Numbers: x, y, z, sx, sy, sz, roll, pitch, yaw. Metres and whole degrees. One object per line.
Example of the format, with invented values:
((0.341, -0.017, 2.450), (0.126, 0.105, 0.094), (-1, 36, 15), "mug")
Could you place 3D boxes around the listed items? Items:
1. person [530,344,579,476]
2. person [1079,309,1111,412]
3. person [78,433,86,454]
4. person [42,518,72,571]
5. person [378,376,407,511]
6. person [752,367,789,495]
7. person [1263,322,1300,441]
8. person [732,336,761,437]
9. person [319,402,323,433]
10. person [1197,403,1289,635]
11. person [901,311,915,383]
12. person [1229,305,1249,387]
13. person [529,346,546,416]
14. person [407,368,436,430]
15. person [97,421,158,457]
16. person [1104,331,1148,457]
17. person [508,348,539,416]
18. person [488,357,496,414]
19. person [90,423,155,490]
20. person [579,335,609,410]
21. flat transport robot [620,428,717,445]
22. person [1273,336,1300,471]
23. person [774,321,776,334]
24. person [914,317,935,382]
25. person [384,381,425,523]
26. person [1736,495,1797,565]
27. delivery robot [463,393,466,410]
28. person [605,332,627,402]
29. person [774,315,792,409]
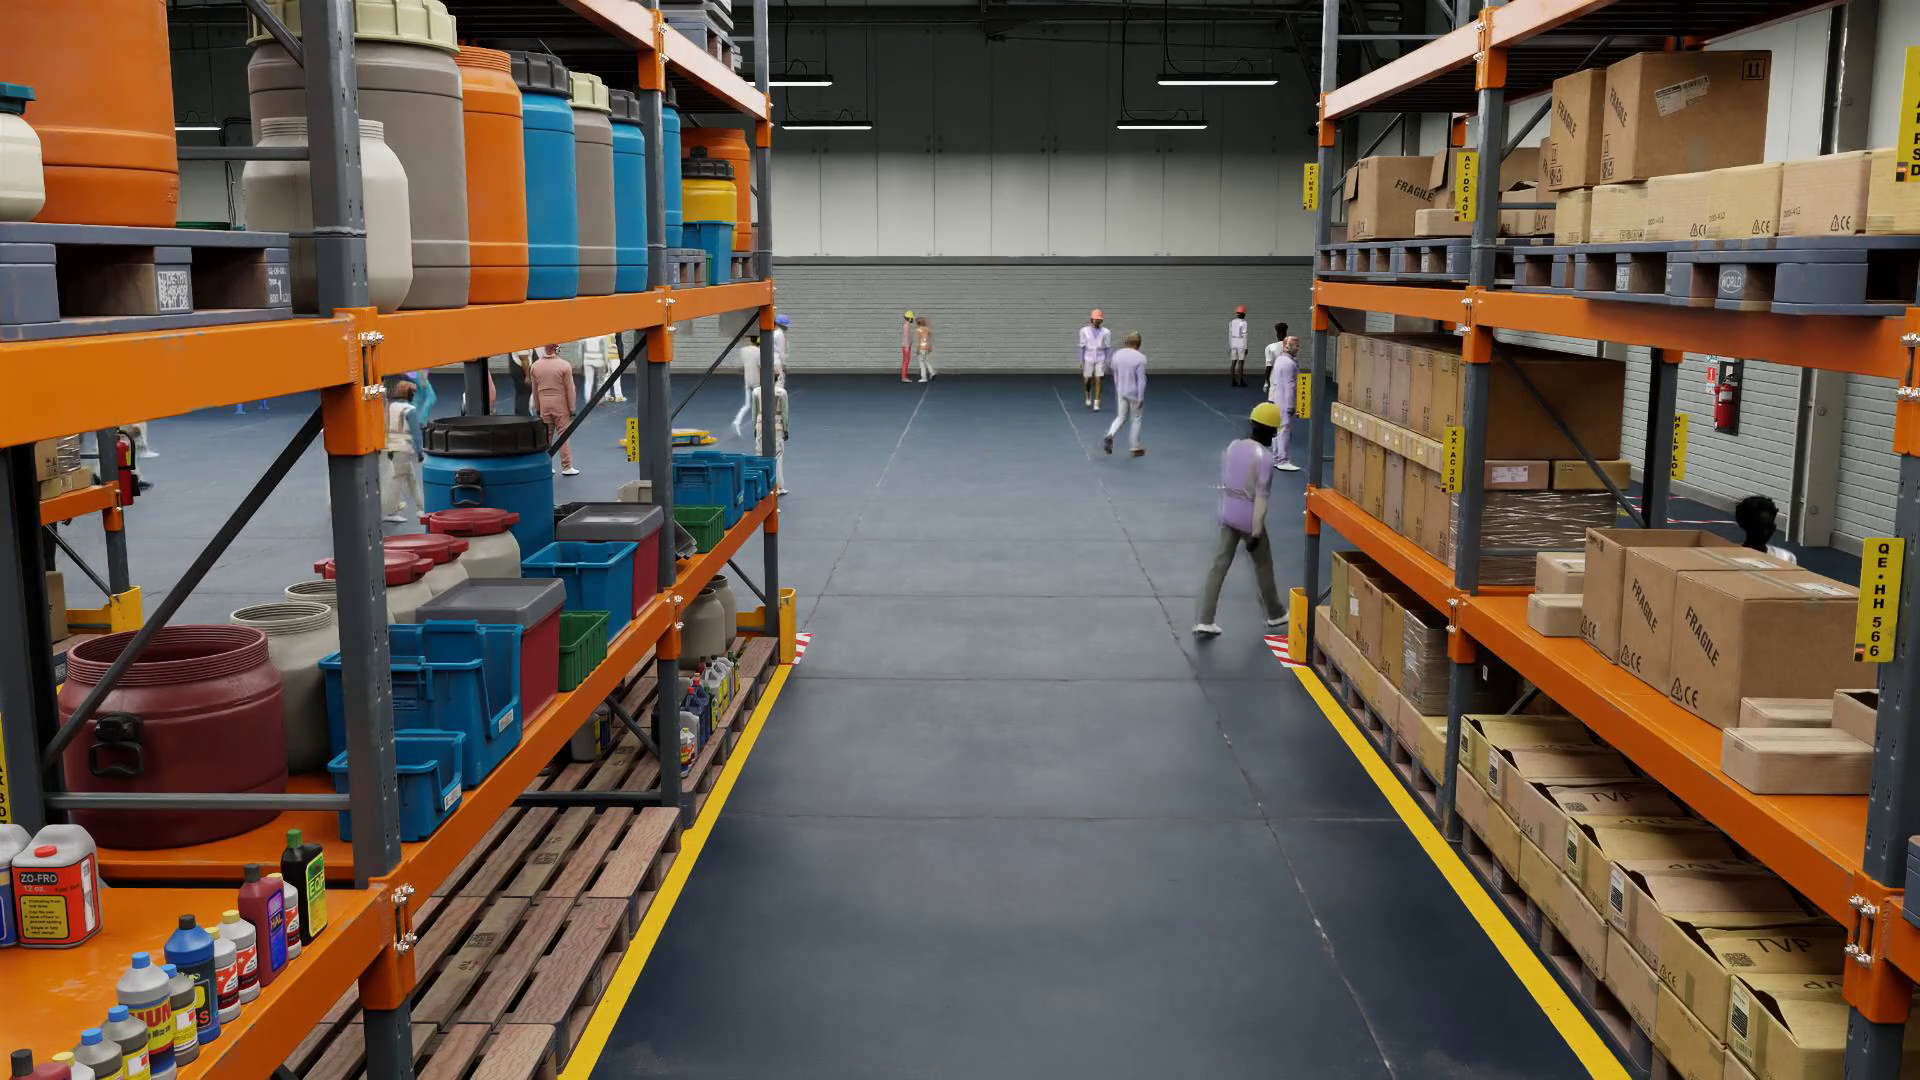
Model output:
((-5.622, -1.850, 23.128), (0.643, 1.909, 0.410), (2, 10, 14), "person")
((2.695, -3.591, 33.172), (0.639, 2.031, 0.533), (0, 9, 2), "person")
((-11.730, -1.596, 21.897), (0.520, 1.824, 0.855), (-2, 10, -12), "person")
((-7.647, -0.281, 13.690), (0.398, 1.920, 0.589), (8, 13, 41), "person")
((-6.998, -1.203, 19.586), (0.622, 1.805, 0.911), (7, 12, 37), "person")
((-2.421, -1.391, 21.212), (0.513, 1.630, 0.318), (4, 10, 20), "person")
((5.350, -2.641, 27.709), (0.603, 1.958, 0.381), (-1, 10, -9), "person")
((-3.523, -2.629, 27.995), (0.517, 1.845, 0.750), (5, 11, 29), "person")
((-10.960, -2.685, 29.019), (0.631, 1.611, 0.503), (-5, 11, -27), "person")
((2.302, -0.167, 13.205), (1.034, 1.850, 0.600), (-7, 12, -35), "person")
((-1.279, -4.768, 41.059), (0.340, 1.757, 0.518), (0, 9, 0), "person")
((6.673, -4.628, 39.674), (0.373, 1.934, 0.552), (-7, 12, -37), "person")
((-7.682, -3.051, 30.421), (0.662, 1.885, 0.644), (2, 10, 14), "person")
((-9.520, -2.850, 29.422), (0.527, 1.814, 0.695), (-5, 11, -28), "person")
((-12.627, -2.088, 25.117), (0.760, 1.716, 0.490), (-9, 13, -43), "person")
((2.550, -2.217, 25.301), (0.642, 1.921, 0.750), (9, 13, 43), "person")
((-7.671, -2.934, 29.349), (0.536, 2.000, 0.689), (-5, 11, -29), "person")
((-6.367, -1.743, 22.223), (0.376, 1.995, 0.612), (-3, 10, -15), "person")
((-10.880, -1.506, 21.414), (0.600, 1.797, 0.813), (7, 12, 35), "person")
((-7.363, -3.566, 33.401), (0.616, 1.916, 0.939), (0, 9, 0), "person")
((-4.743, -1.669, 27.060), (1.431, 0.197, 0.652), (-7, 12, -35), "flat transport robot")
((4.681, -1.952, 23.750), (0.399, 1.905, 0.642), (0, 9, -2), "person")
((-4.341, -4.218, 37.999), (0.557, 1.660, 0.793), (3, 10, 17), "person")
((-0.922, -4.718, 41.161), (0.394, 1.613, 0.545), (6, 11, 33), "person")
((-6.270, -1.010, 18.966), (0.553, 1.595, 0.781), (9, 13, 43), "person")
((4.386, 0.566, 9.340), (0.540, 1.681, 0.583), (-1, 9, -3), "person")
((-9.473, -2.740, 32.343), (0.477, 0.478, 0.707), (-3, 10, -19), "delivery robot")
((-7.404, -3.871, 35.437), (0.622, 1.842, 0.429), (5, 11, 27), "person")
((-3.605, -3.551, 33.347), (0.445, 1.906, 0.769), (-2, 10, -12), "person")
